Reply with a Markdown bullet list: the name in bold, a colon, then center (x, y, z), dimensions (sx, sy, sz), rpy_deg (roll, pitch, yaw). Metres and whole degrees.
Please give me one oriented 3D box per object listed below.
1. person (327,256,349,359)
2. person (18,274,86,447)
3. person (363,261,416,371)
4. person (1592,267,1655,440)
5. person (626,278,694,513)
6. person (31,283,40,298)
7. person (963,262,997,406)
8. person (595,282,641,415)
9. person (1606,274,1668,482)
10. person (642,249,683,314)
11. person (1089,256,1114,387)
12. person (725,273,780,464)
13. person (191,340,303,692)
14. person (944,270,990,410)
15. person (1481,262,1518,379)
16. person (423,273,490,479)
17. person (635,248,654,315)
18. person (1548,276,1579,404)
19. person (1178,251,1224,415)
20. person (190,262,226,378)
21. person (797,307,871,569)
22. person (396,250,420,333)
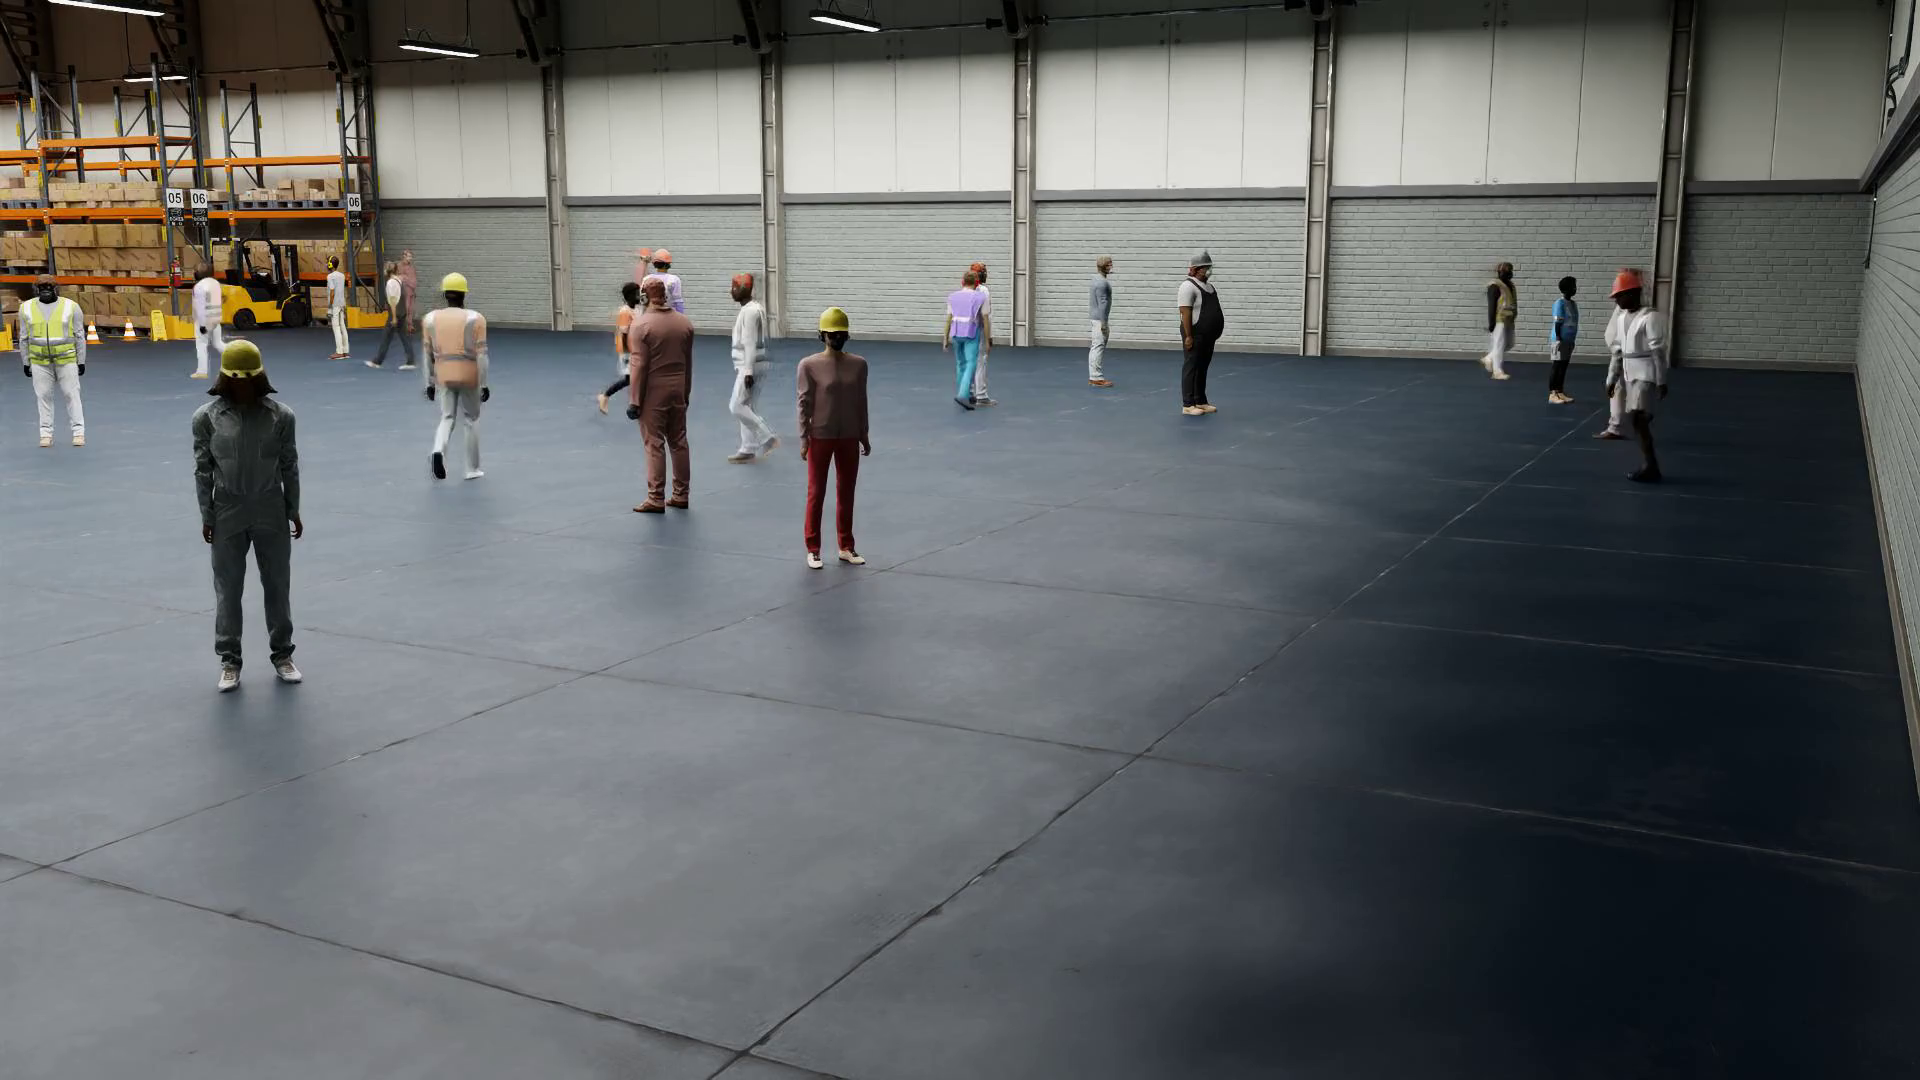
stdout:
- **person**: center (-11.394, -4.243, 30.350), dimensions (0.317, 1.870, 0.531), rpy_deg (2, 11, 8)
- **person**: center (-9.640, -1.903, 17.695), dimensions (0.630, 1.835, 0.429), rpy_deg (-3, 11, -17)
- **person**: center (-9.467, -3.703, 27.570), dimensions (0.911, 1.804, 0.545), rpy_deg (1, 10, 4)
- **person**: center (7.301, -2.032, 18.214), dimensions (0.515, 1.894, 0.662), rpy_deg (5, 12, 25)
- **person**: center (-2.452, -1.168, 13.500), dimensions (0.406, 1.902, 0.639), rpy_deg (8, 13, 37)
- **person**: center (-24.101, -6.691, 43.748), dimensions (0.997, 1.862, 0.664), rpy_deg (8, 13, 38)
- **person**: center (0.240, -2.719, 22.004), dimensions (0.355, 1.883, 0.574), rpy_deg (-7, 13, -35)
- **person**: center (-4.094, -2.306, 20.297), dimensions (0.633, 1.684, 0.541), rpy_deg (1, 10, 7)
- **person**: center (6.202, -1.482, 15.240), dimensions (0.553, 1.886, 0.589), rpy_deg (-2, 11, -8)
- **person**: center (-4.228, -3.124, 23.760), dimensions (0.613, 2.048, 0.362), rpy_deg (2, 11, 12)
- **person**: center (2.095, -3.247, 24.726), dimensions (0.359, 1.938, 0.632), rpy_deg (0, 10, -3)
- **person**: center (-2.079, -1.669, 16.288), dimensions (0.432, 1.876, 0.613), rpy_deg (-2, 11, -9)
- **person**: center (-3.513, -0.122, 8.246), dimensions (0.485, 1.736, 0.308), rpy_deg (-6, 12, -28)
- **person**: center (0.069, -2.613, 21.650), dimensions (0.610, 1.807, 0.852), rpy_deg (4, 11, 19)
- **person**: center (8.458, -3.437, 26.050), dimensions (0.637, 1.832, 0.525), rpy_deg (-10, 14, -44)
- **person**: center (-4.594, -1.466, 15.120), dimensions (0.594, 1.909, 0.684), rpy_deg (1, 10, 4)
- **person**: center (-6.476, -5.104, 34.745), dimensions (0.804, 1.966, 0.634), rpy_deg (-1, 10, -6)
- **person**: center (8.074, -2.665, 22.216), dimensions (0.316, 1.696, 0.540), rpy_deg (9, 14, 40)
- **person**: center (3.054, -2.601, 20.925), dimensions (0.537, 2.000, 0.682), rpy_deg (7, 13, 34)
- **person**: center (-11.715, -3.434, 26.067), dimensions (0.751, 1.824, 0.622), rpy_deg (2, 11, 10)
- **person**: center (-0.841, -0.687, 11.244), dimensions (0.533, 1.767, 0.325), rpy_deg (-6, 12, -29)
- **person**: center (-12.702, -5.717, 38.305), dimensions (0.407, 1.902, 0.638), rpy_deg (1, 10, 4)
